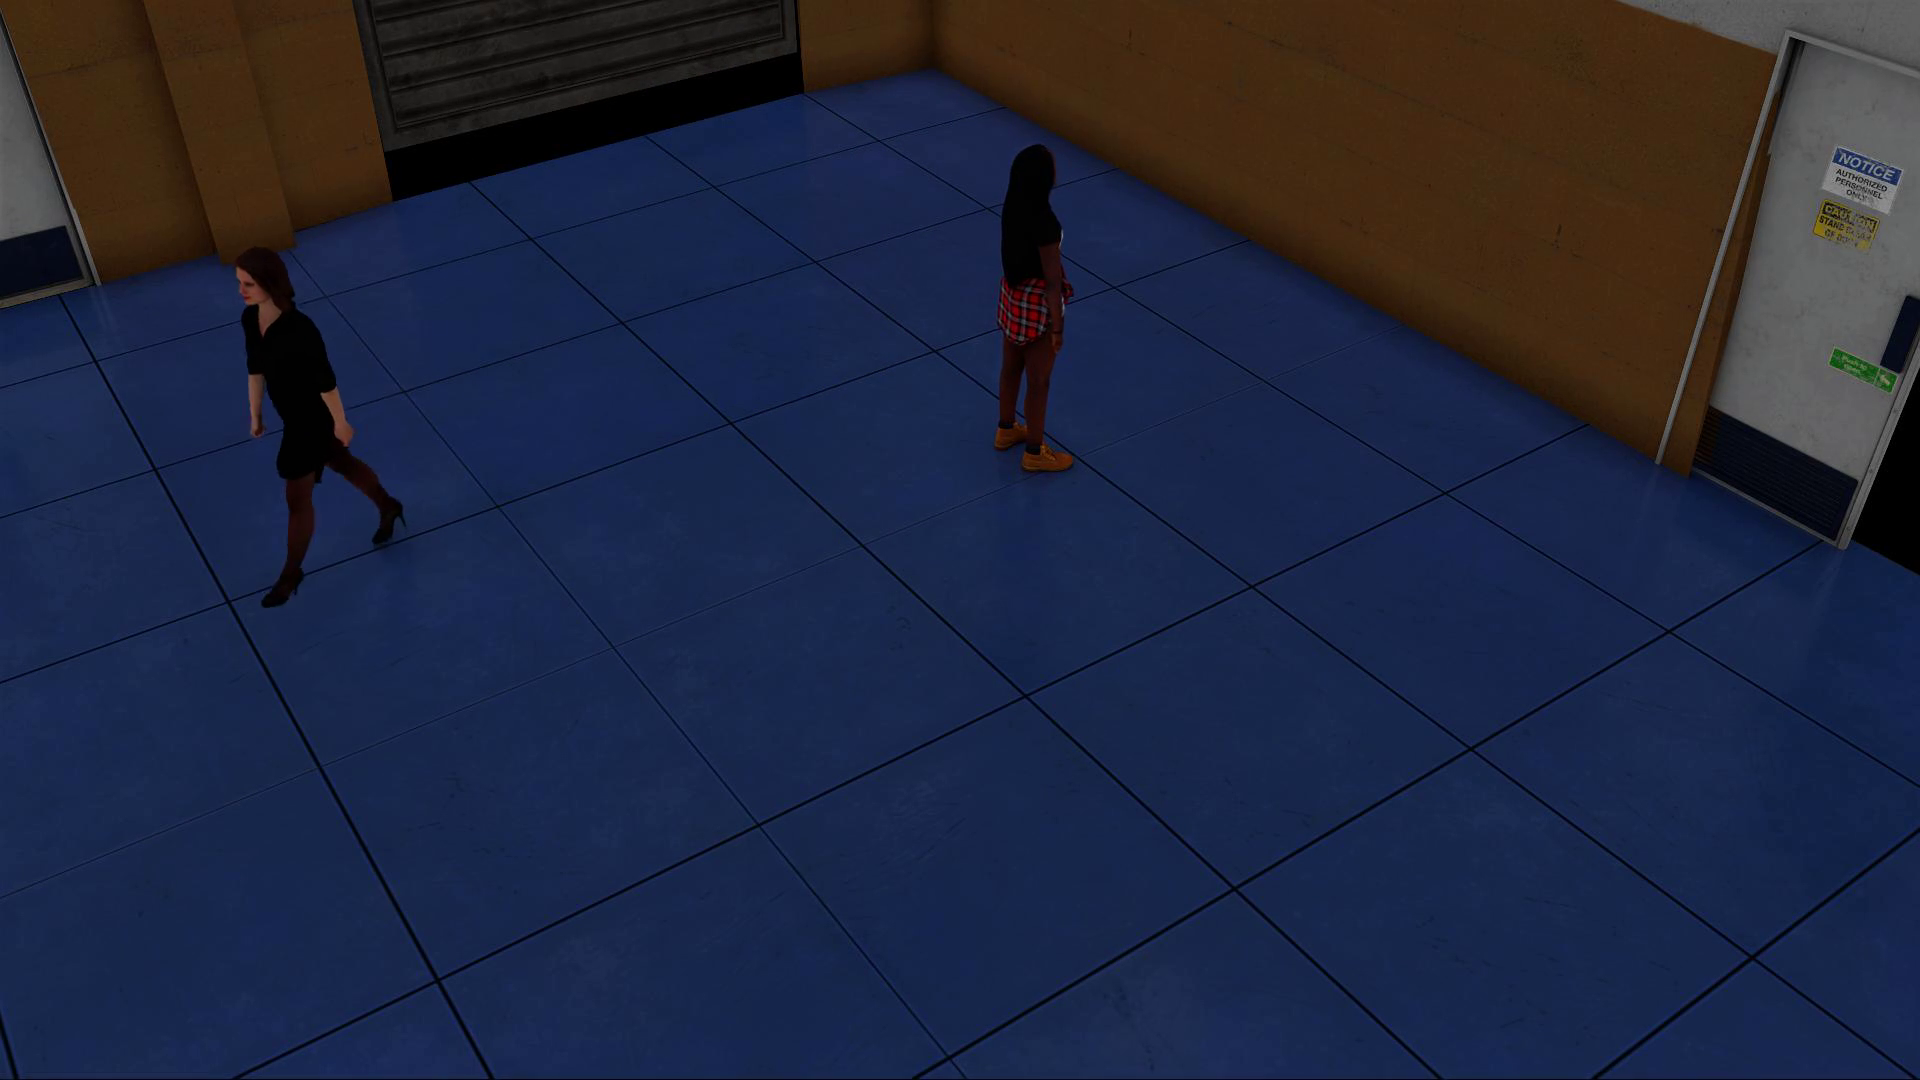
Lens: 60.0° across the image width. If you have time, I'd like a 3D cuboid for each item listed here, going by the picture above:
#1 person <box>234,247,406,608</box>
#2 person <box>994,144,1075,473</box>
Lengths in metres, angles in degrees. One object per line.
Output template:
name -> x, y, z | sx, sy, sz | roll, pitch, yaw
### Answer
person -> -2.883, -0.566, 7.511 | 0.855, 1.652, 1.145 | 22, 42, 27
person -> 0.353, -1.140, 8.230 | 0.621, 1.725, 0.627 | -18, 40, -22
